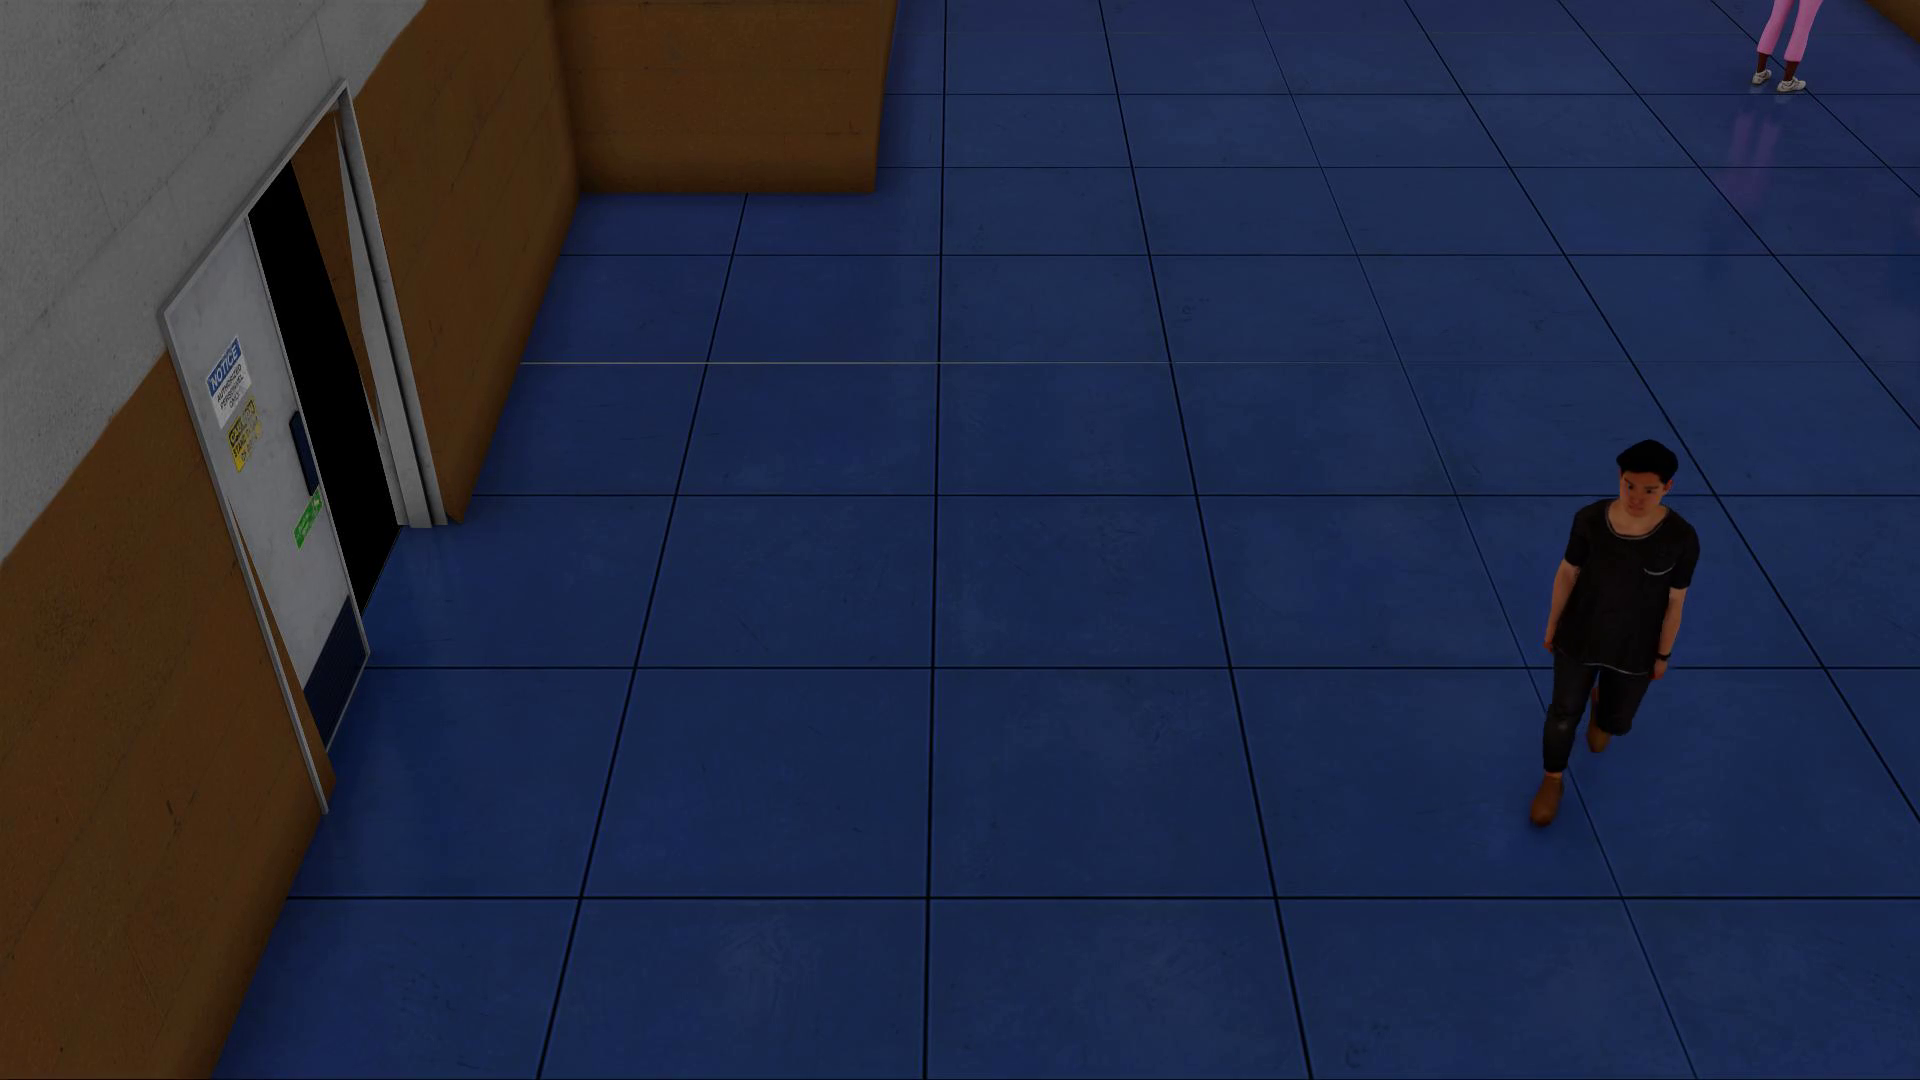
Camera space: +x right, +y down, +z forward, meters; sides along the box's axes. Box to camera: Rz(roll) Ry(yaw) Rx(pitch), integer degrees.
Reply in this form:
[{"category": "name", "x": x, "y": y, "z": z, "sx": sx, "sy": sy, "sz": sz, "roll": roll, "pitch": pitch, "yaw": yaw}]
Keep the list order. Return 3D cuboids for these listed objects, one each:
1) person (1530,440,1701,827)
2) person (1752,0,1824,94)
[{"category": "person", "x": 2.501, "y": 0.325, "z": 6.363, "sx": 0.949, "sy": 1.698, "sz": 0.923, "roll": 17, "pitch": 40, "yaw": 22}, {"category": "person", "x": 6.317, "y": -4.239, "z": 12.411, "sx": 0.695, "sy": 1.738, "sz": 0.657, "roll": -26, "pitch": 44, "yaw": -30}]
